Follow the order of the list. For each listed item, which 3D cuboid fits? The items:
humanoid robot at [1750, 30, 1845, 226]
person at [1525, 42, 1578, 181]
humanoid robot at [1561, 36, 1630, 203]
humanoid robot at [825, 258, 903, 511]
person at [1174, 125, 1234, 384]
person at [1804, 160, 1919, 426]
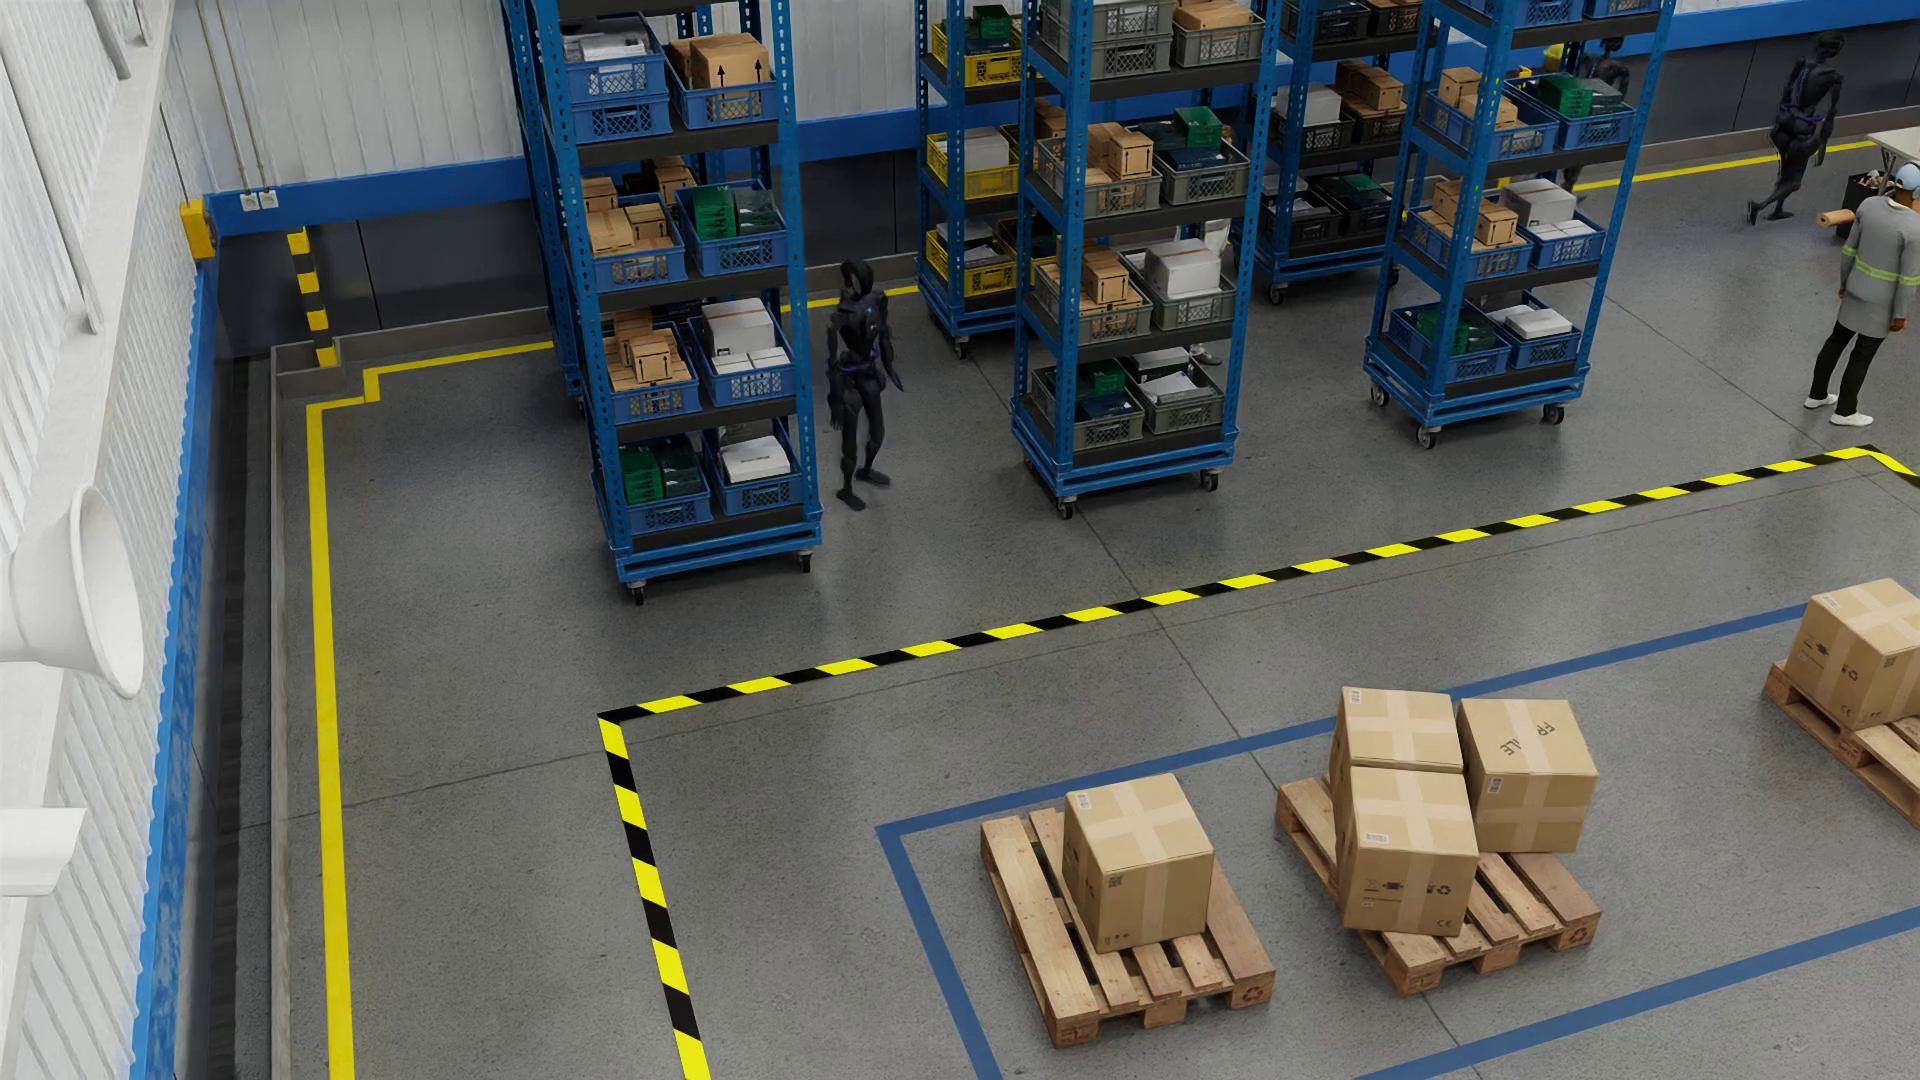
[{"bbox_3d":[6.814,-3.364,13.621,0.584,1.638,0.591,-13,37,-17],"label":"humanoid robot"},{"bbox_3d":[4.646,-3.154,13.250,0.310,1.745,0.489,26,43,31],"label":"person"},{"bbox_3d":[5.158,-3.451,13.758,0.690,1.625,0.605,-24,42,-30],"label":"humanoid robot"},{"bbox_3d":[-0.624,-0.988,10.234,0.354,1.646,0.599,23,41,29],"label":"humanoid robot"},{"bbox_3d":[1.671,-1.980,11.490,0.383,1.849,0.569,14,38,19],"label":"person"},{"bbox_3d":[6.044,-1.624,10.984,0.374,1.852,0.588,-11,37,-15],"label":"person"}]
